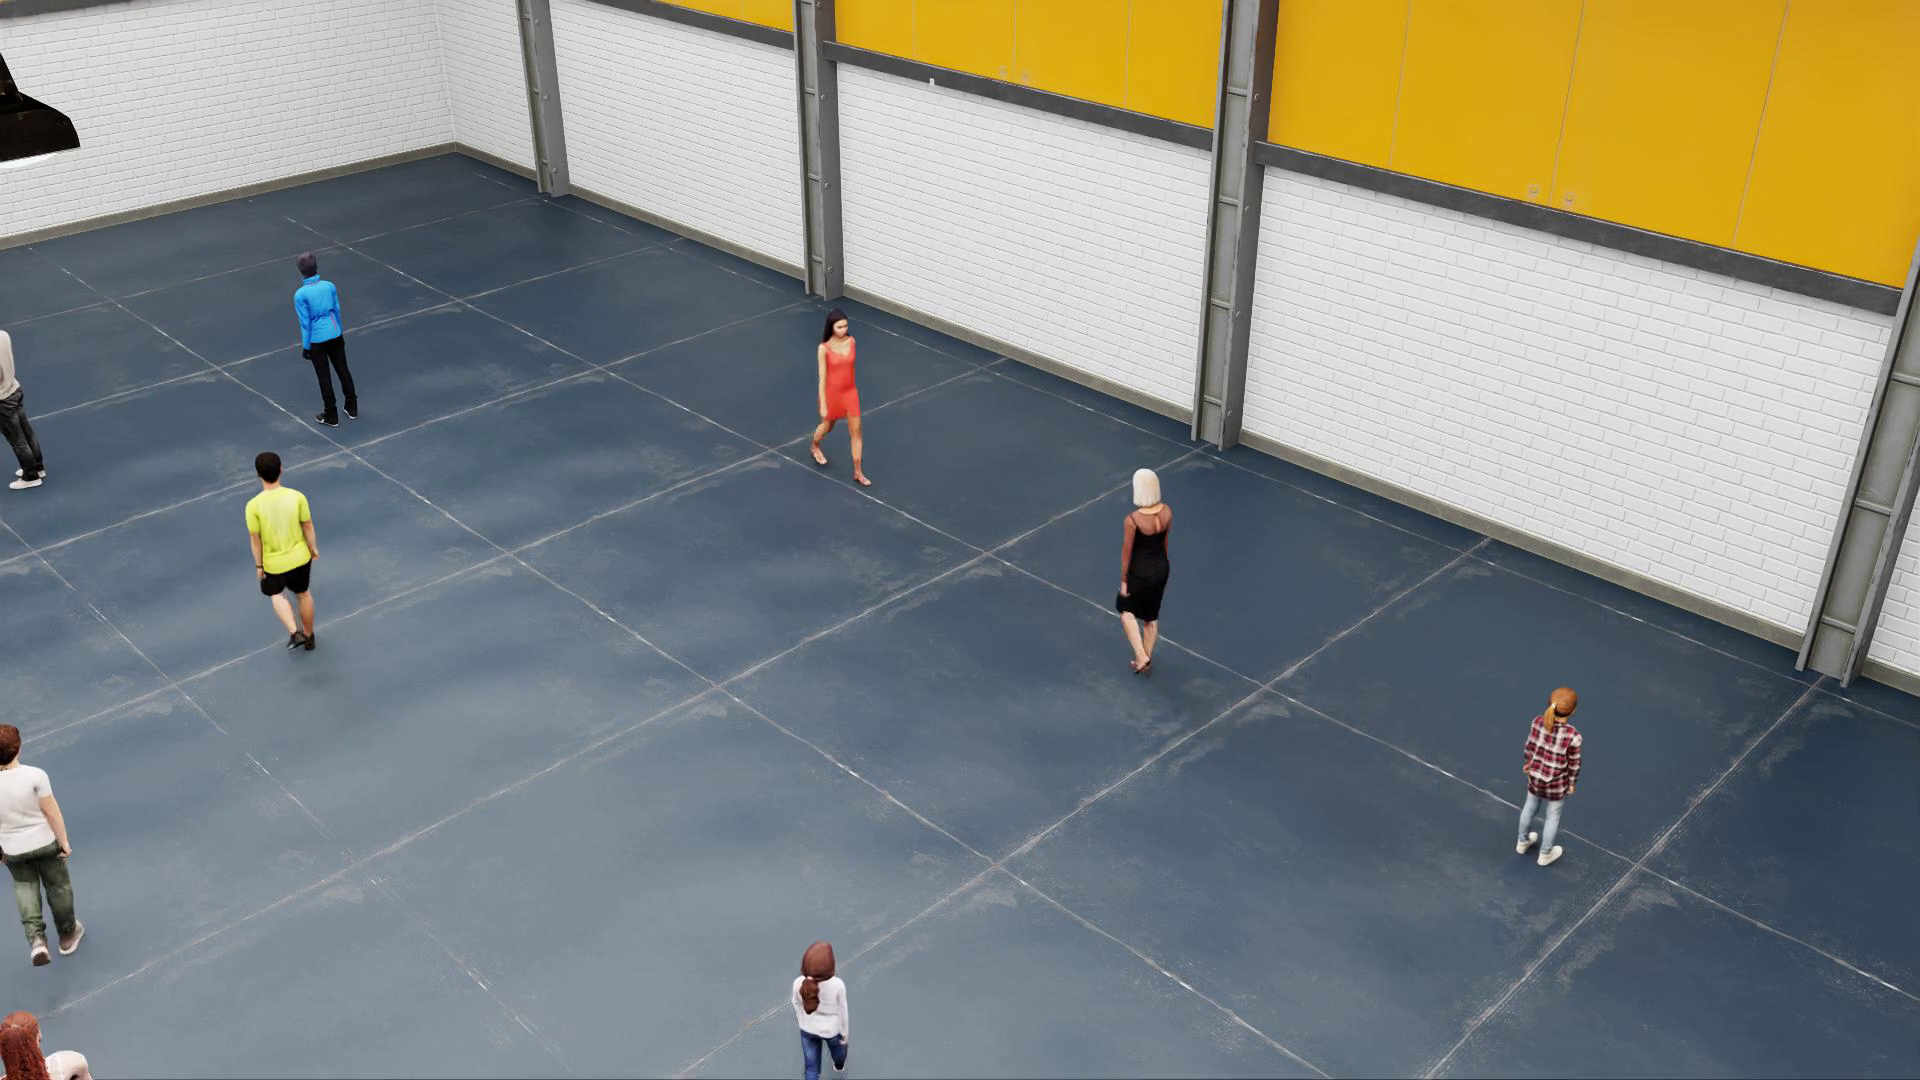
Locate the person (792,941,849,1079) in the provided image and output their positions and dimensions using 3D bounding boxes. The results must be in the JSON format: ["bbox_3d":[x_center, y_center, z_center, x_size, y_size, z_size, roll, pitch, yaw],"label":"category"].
[{"bbox_3d":[-0.758,2.650,8.948,0.741,1.086,0.792,1,29,1],"label":"person"}]

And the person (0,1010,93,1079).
[{"bbox_3d":[-4.159,2.936,7.748,0.705,1.733,0.790,-13,31,-23],"label":"person"}]

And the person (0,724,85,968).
[{"bbox_3d":[-5.511,1.850,9.833,0.792,1.643,0.925,-8,30,-14],"label":"person"}]

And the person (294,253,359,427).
[{"bbox_3d":[-6.408,-2.028,16.776,0.574,1.801,0.631,21,35,33],"label":"person"}]

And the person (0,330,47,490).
[{"bbox_3d":[-8.911,-1.358,15.537,0.789,1.812,0.698,-4,29,-6],"label":"person"}]

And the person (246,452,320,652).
[{"bbox_3d":[-5.216,0.150,12.895,0.707,1.694,0.762,-18,33,-29],"label":"person"}]

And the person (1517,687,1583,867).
[{"bbox_3d":[3.821,1.520,10.789,0.593,1.306,0.463,-23,36,-36],"label":"person"}]

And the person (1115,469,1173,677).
[{"bbox_3d":[1.453,0.311,12.558,0.709,1.733,0.769,-13,31,-23],"label":"person"}]

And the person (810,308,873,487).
[{"bbox_3d":[-1.203,-1.373,15.700,0.697,1.682,1.151,-20,34,-32],"label":"person"}]
